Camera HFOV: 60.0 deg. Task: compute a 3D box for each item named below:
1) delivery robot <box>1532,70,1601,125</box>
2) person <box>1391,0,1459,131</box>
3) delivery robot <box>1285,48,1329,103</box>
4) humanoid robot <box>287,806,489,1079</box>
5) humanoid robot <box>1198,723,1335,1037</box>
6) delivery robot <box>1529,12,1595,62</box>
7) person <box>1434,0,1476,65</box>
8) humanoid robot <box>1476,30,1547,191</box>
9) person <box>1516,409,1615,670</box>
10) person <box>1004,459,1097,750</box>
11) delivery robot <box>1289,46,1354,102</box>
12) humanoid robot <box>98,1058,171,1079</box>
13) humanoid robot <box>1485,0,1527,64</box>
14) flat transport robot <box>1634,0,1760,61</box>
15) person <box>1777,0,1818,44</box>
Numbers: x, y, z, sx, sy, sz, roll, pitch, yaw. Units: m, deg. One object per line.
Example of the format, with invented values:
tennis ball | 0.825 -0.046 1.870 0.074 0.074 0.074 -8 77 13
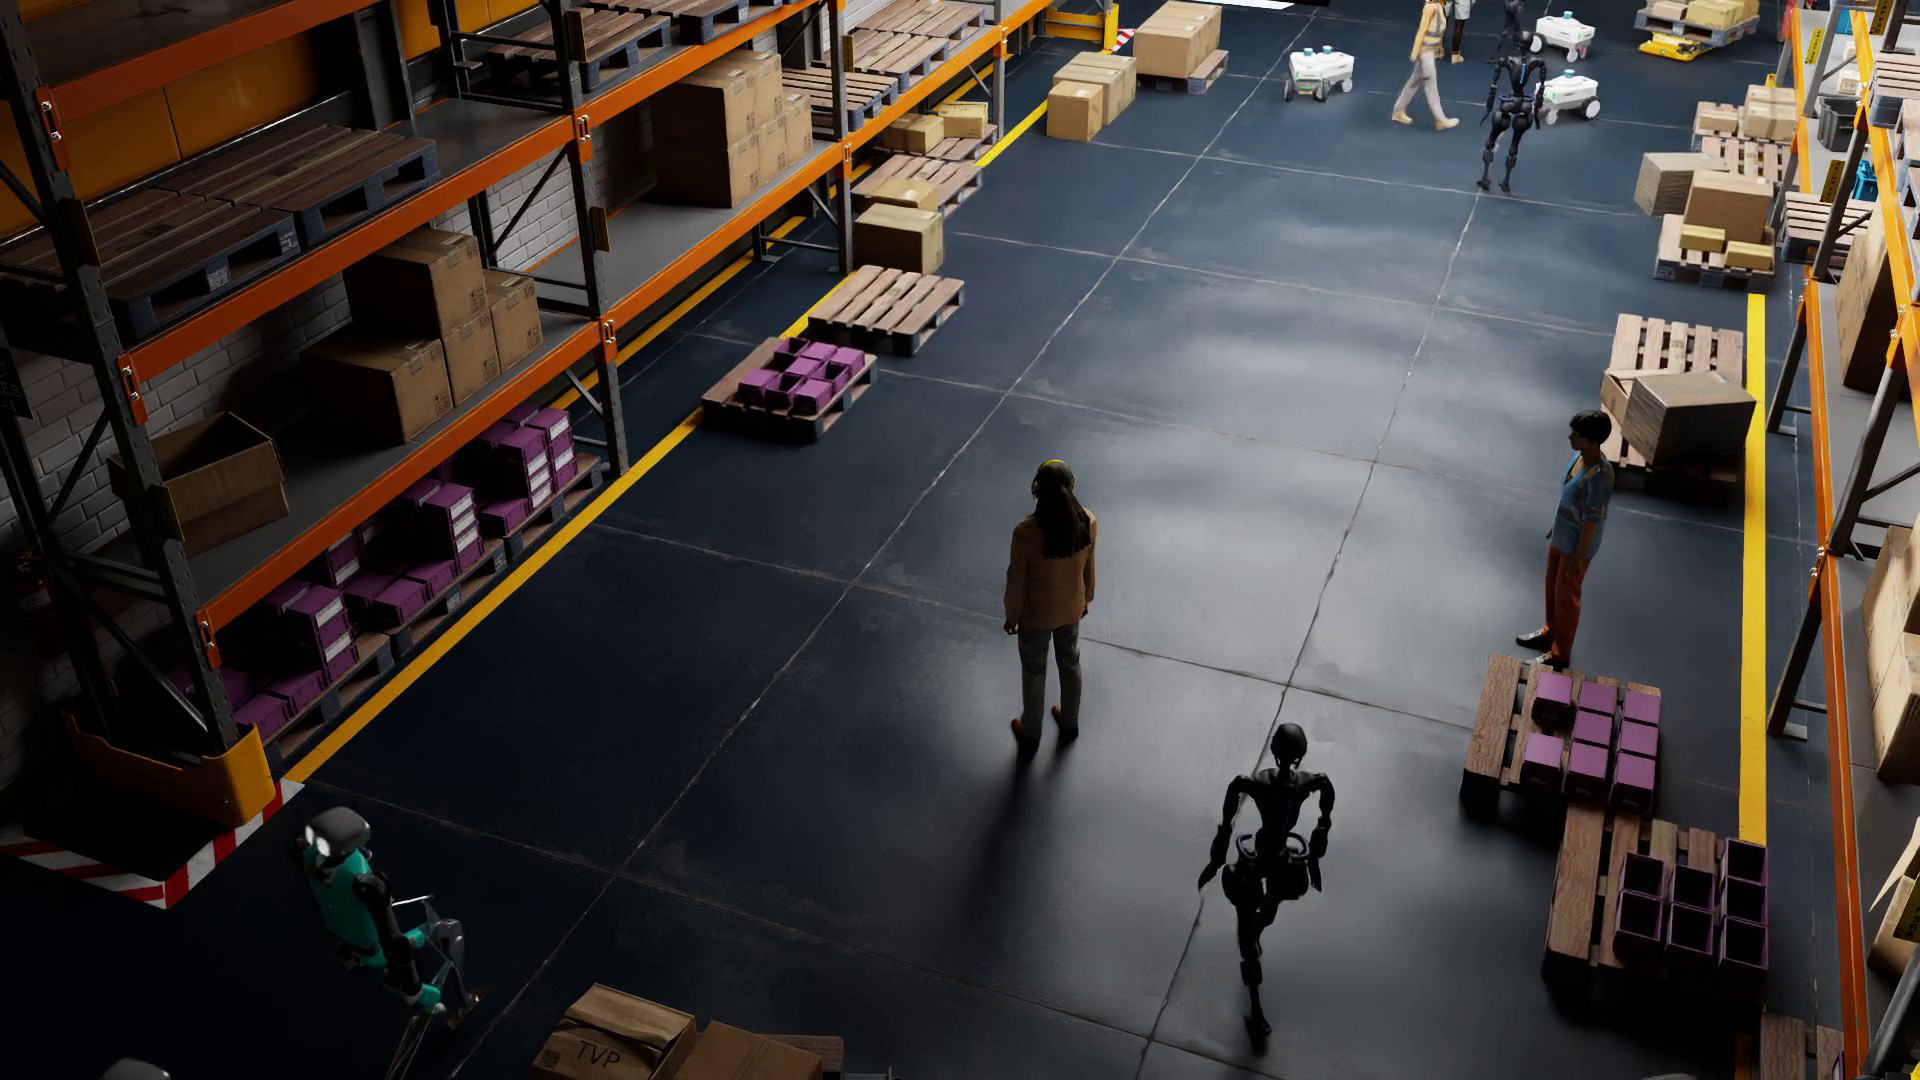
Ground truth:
delivery robot | 7.026 -5.157 19.300 0.783 0.584 0.499 -15 36 -22
person | 5.353 -5.508 18.775 0.832 1.715 0.539 18 37 25
delivery robot | 4.156 -5.579 19.980 0.499 0.614 0.808 2 33 3
humanoid robot | -2.469 1.772 7.537 0.543 1.756 1.042 18 37 26
humanoid robot | 1.456 1.557 7.943 0.609 1.636 0.790 -4 33 -6
delivery robot | 7.743 -6.481 21.349 0.518 0.585 0.749 -21 39 -29
person | 6.241 -6.847 20.880 0.535 1.691 0.319 25 40 33
humanoid robot | 5.691 -4.413 17.113 0.612 1.649 0.319 2 33 3
person | 3.748 -0.002 10.225 0.339 1.758 0.502 1 33 2
person | 0.525 0.387 9.526 0.563 1.871 0.389 -15 36 -22
delivery robot | 4.382 -5.639 20.059 0.791 0.598 0.499 -20 38 -27
humanoid robot | -2.863 2.474 6.398 0.544 1.719 0.992 5 33 8
humanoid robot | 6.965 -6.786 20.805 0.488 1.642 0.596 3 33 5
flat transport robot | 9.547 -6.551 21.731 1.431 0.231 0.659 -27 41 -35
person | 10.945 -7.250 21.454 0.556 1.743 0.386 25 40 33
